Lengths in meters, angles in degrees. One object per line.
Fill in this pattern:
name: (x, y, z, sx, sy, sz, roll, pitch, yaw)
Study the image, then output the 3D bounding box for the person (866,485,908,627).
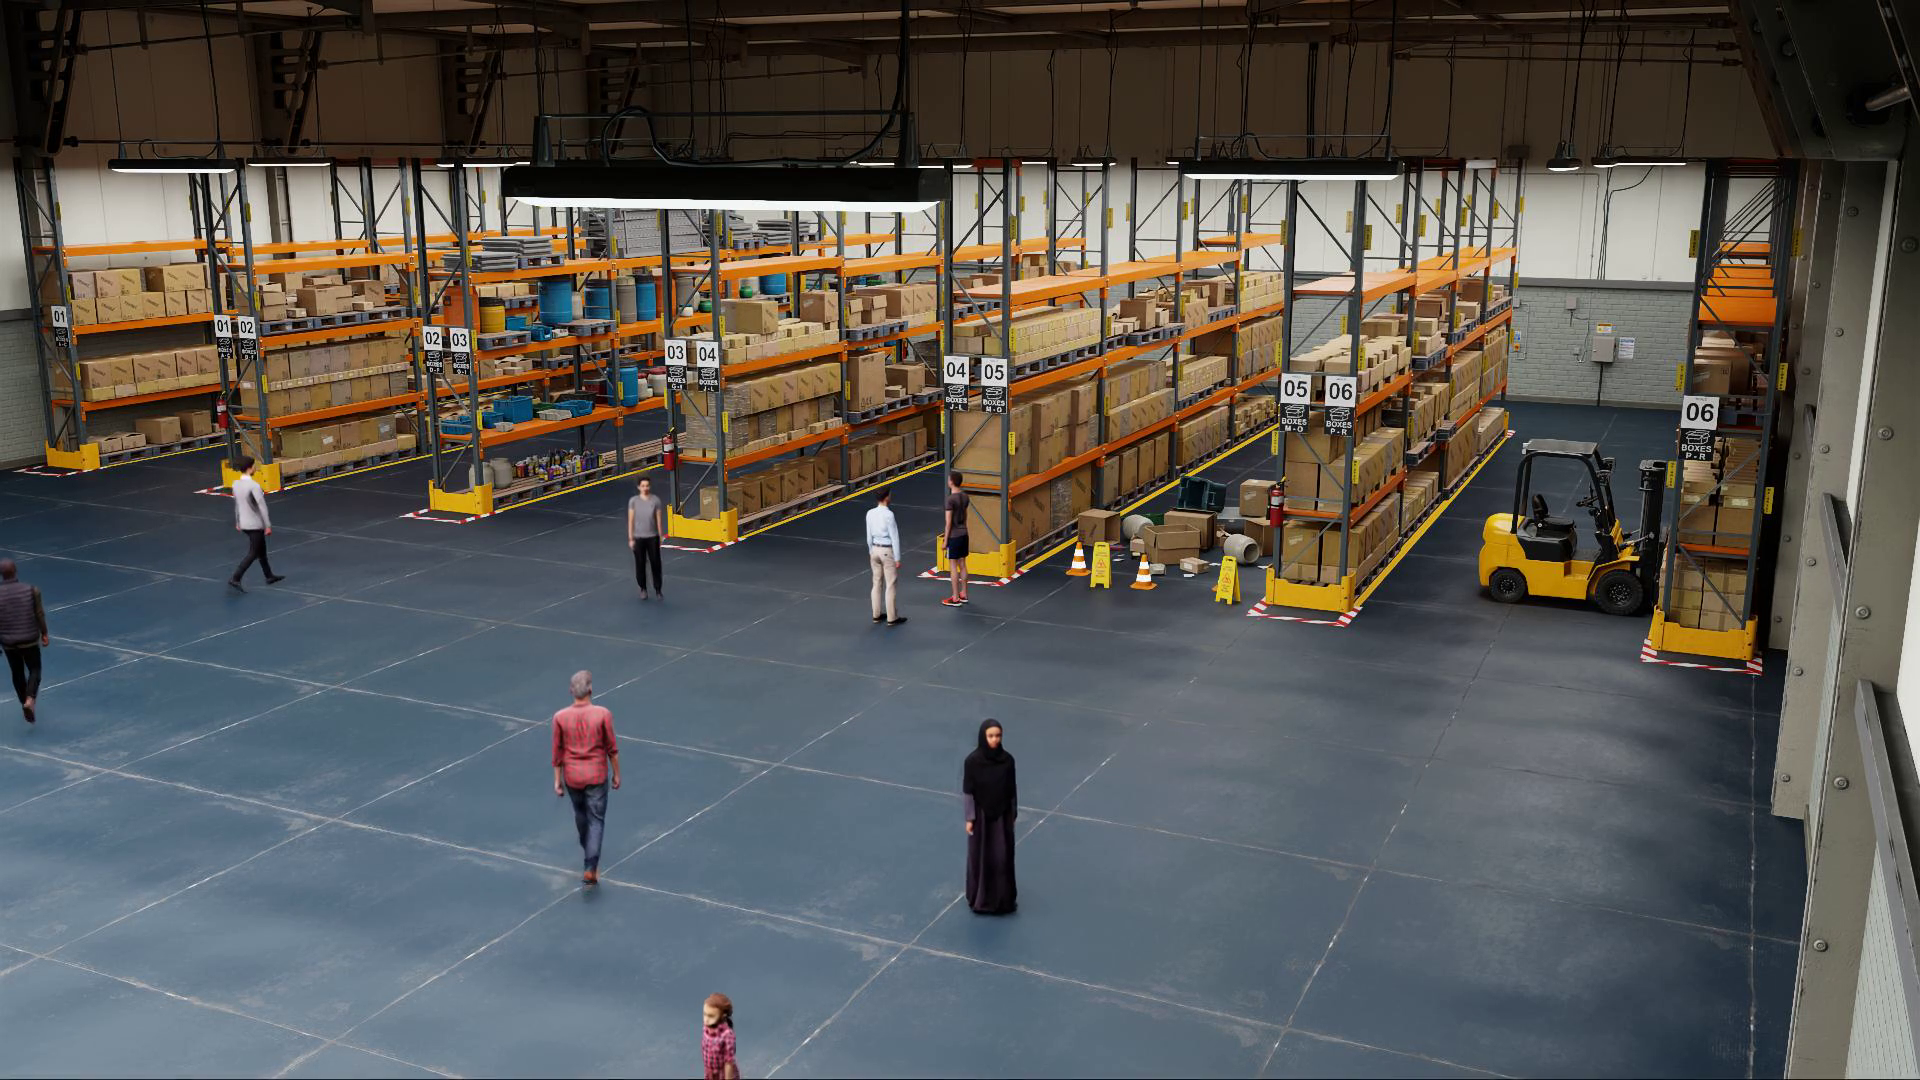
person: (-0.996, 0.193, 21.836, 0.686, 1.848, 0.656, 9, 16, 35)

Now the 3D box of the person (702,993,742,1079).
person: (-1.456, 3.280, 10.355, 0.494, 1.013, 0.612, 9, 16, 34)

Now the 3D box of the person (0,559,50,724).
person: (-10.145, 1.108, 17.954, 1.113, 1.815, 1.156, -6, 14, -23)

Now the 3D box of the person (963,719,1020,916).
person: (0.229, 2.230, 13.560, 0.728, 1.614, 0.769, -2, 13, -8)

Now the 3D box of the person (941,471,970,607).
person: (-0.043, -0.030, 22.786, 0.751, 1.853, 0.555, 10, 16, 36)

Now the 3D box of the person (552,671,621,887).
person: (-3.152, 2.040, 13.995, 1.084, 1.786, 1.321, 0, 13, -1)

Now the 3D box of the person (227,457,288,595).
person: (-10.044, -0.213, 23.425, 0.889, 1.921, 1.259, 9, 16, 34)

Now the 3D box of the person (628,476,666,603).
person: (-4.375, -0.034, 23.073, 0.890, 1.733, 0.980, -3, 13, -11)
